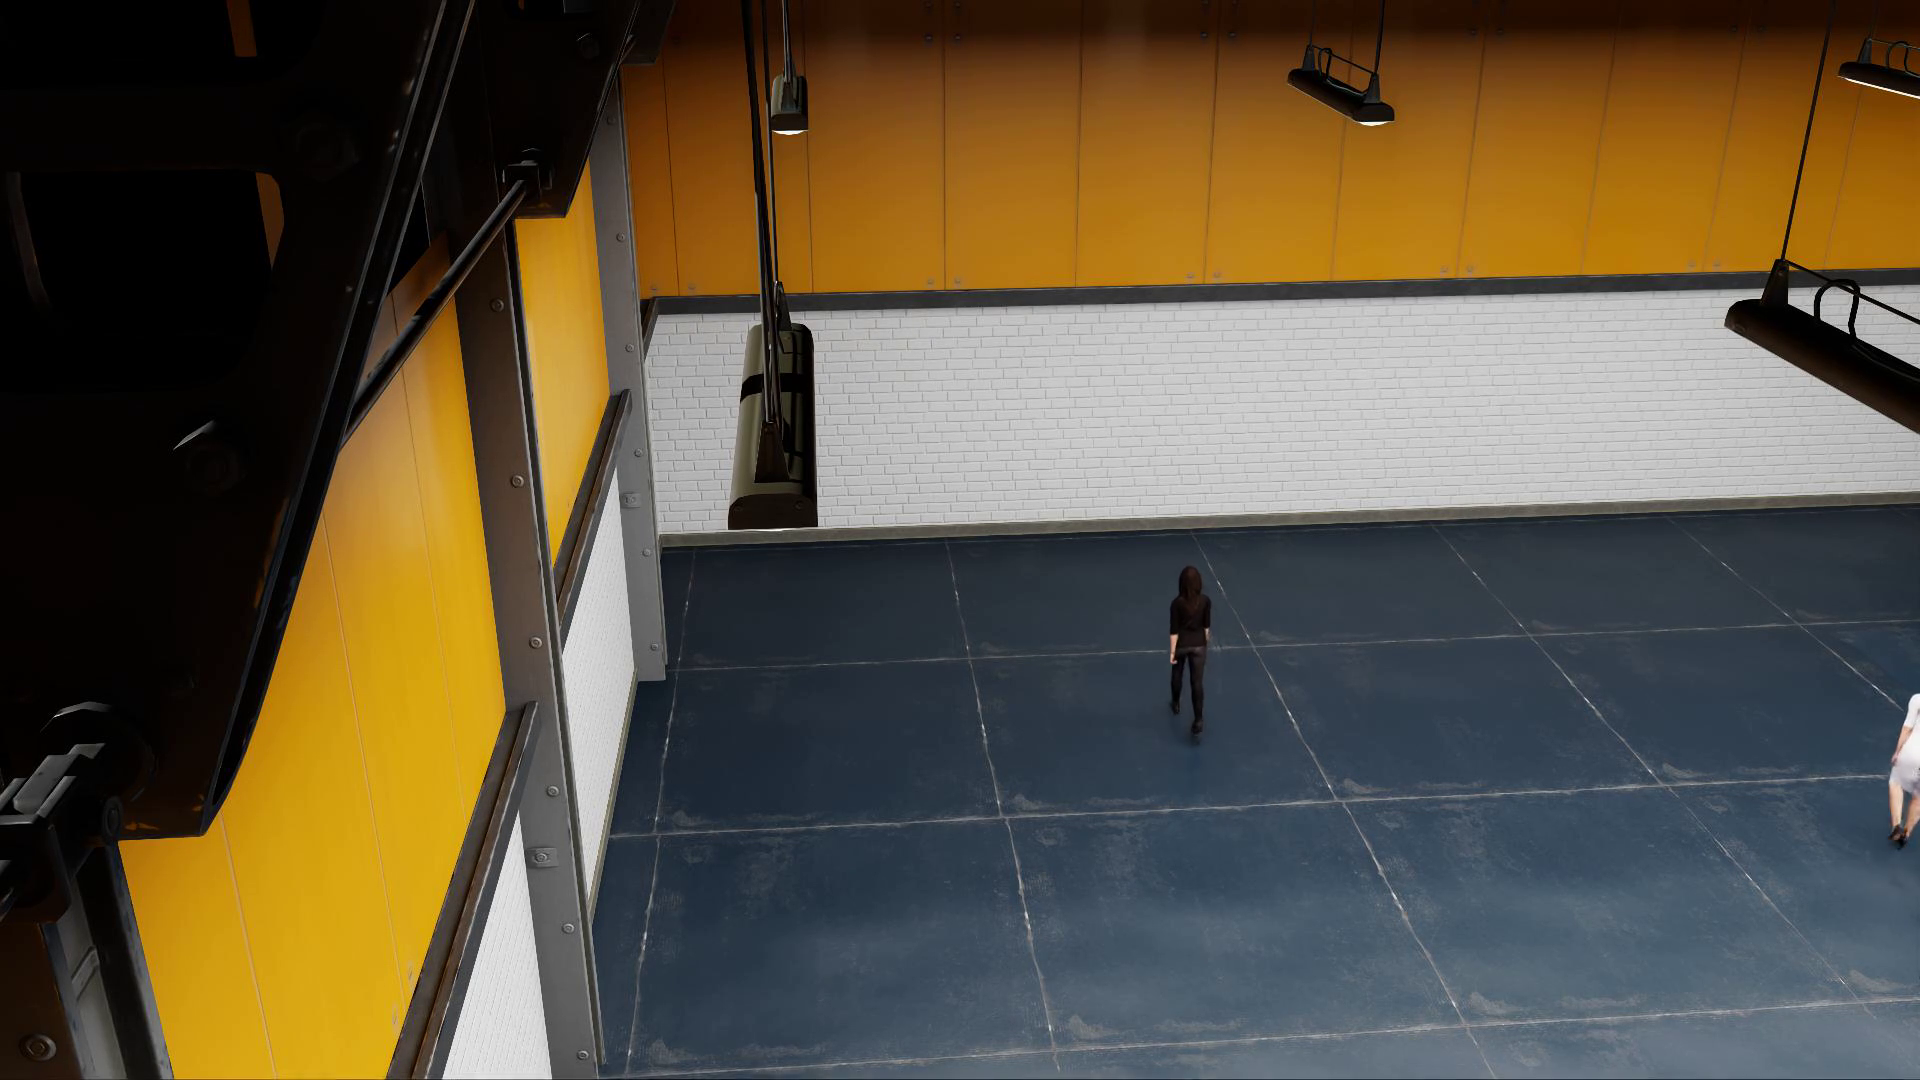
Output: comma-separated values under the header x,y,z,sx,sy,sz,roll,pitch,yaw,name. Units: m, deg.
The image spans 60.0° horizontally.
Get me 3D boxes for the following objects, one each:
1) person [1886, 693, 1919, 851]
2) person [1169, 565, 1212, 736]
x,y,z,sx,sy,sz,roll,pitch,yaw,name
7.951,1.821,13.716,0.702,1.738,0.737,8,25,17,person
2.177,1.053,15.627,0.581,1.615,1.029,-1,24,-2,person
